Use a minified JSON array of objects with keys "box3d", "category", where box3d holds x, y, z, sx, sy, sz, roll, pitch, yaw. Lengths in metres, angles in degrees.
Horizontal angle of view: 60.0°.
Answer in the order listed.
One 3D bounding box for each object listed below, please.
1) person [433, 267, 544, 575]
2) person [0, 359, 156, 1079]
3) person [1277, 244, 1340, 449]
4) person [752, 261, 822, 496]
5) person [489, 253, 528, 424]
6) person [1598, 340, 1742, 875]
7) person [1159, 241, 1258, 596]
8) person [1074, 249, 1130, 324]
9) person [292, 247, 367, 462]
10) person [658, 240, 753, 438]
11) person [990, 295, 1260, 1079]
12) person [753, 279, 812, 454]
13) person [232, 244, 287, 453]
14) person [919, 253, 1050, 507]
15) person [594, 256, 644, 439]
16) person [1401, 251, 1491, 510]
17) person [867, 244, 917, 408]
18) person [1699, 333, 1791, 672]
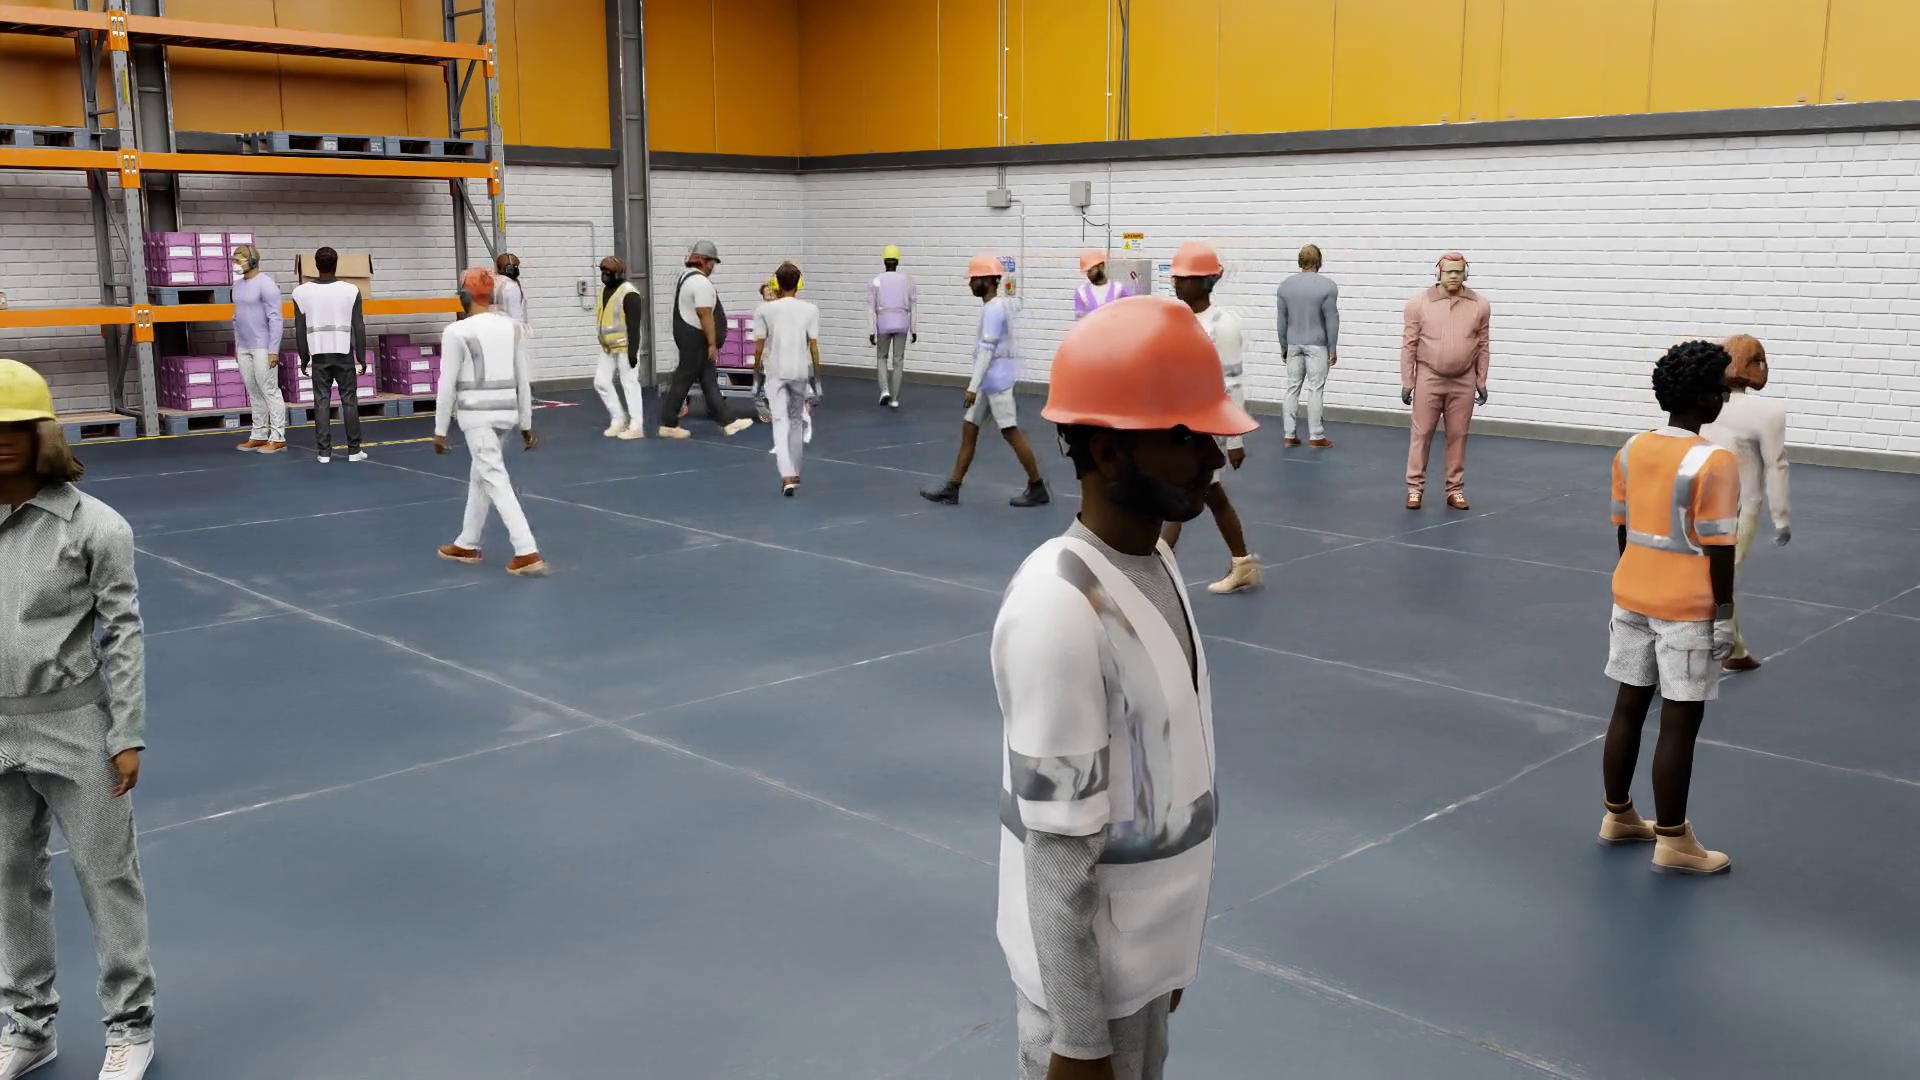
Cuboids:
[{"box3d":[-2.853,-0.713,10.007,0.976,1.838,0.593,6,12,31],"category":"person"},{"box3d":[-2.148,0.454,3.872,0.493,1.746,0.282,0,10,1],"category":"person"},{"box3d":[3.305,-1.830,15.803,0.630,1.940,0.372,8,13,37],"category":"person"},{"box3d":[-1.371,-1.275,13.112,0.547,1.829,0.951,-1,10,-8],"category":"person"},{"box3d":[-4.854,-2.156,17.884,0.431,1.836,0.619,-9,14,-42],"category":"person"},{"box3d":[2.280,0.214,5.318,0.318,1.697,0.535,-3,11,-15],"category":"person"},{"box3d":[1.254,-0.628,9.131,1.065,1.988,0.615,-4,11,-19],"category":"person"},{"box3d":[1.451,-1.887,16.260,0.678,1.885,0.492,2,11,9],"category":"person"},{"box3d":[-5.610,-1.648,14.863,0.591,1.919,0.390,-3,11,-13],"category":"person"},{"box3d":[-2.588,-2.037,16.651,1.000,2.000,0.701,-4,11,-19],"category":"person"},{"box3d":[0.245,0.610,2.498,0.358,1.938,0.547,3,11,18],"category":"person"},{"box3d":[-1.646,-1.624,15.523,0.545,1.621,0.513,4,11,20],"category":"person"},{"box3d":[-6.556,-1.777,15.514,0.635,1.937,0.353,7,13,34],"category":"person"},{"box3d":[0.221,-1.171,12.362,0.987,1.891,0.561,0,10,-2],"category":"person"},{"box3d":[-3.359,-1.893,16.495,0.643,1.813,0.468,10,14,43],"category":"person"},{"box3d":[3.582,-1.165,12.272,0.652,1.904,0.402,1,10,3],"category":"person"},{"box3d":[-0.792,-2.504,19.548,0.599,1.908,0.438,-1,10,-6],"category":"person"},{"box3d":[3.416,-0.126,7.469,0.849,1.602,0.504,-6,12,-28],"category":"person"}]
